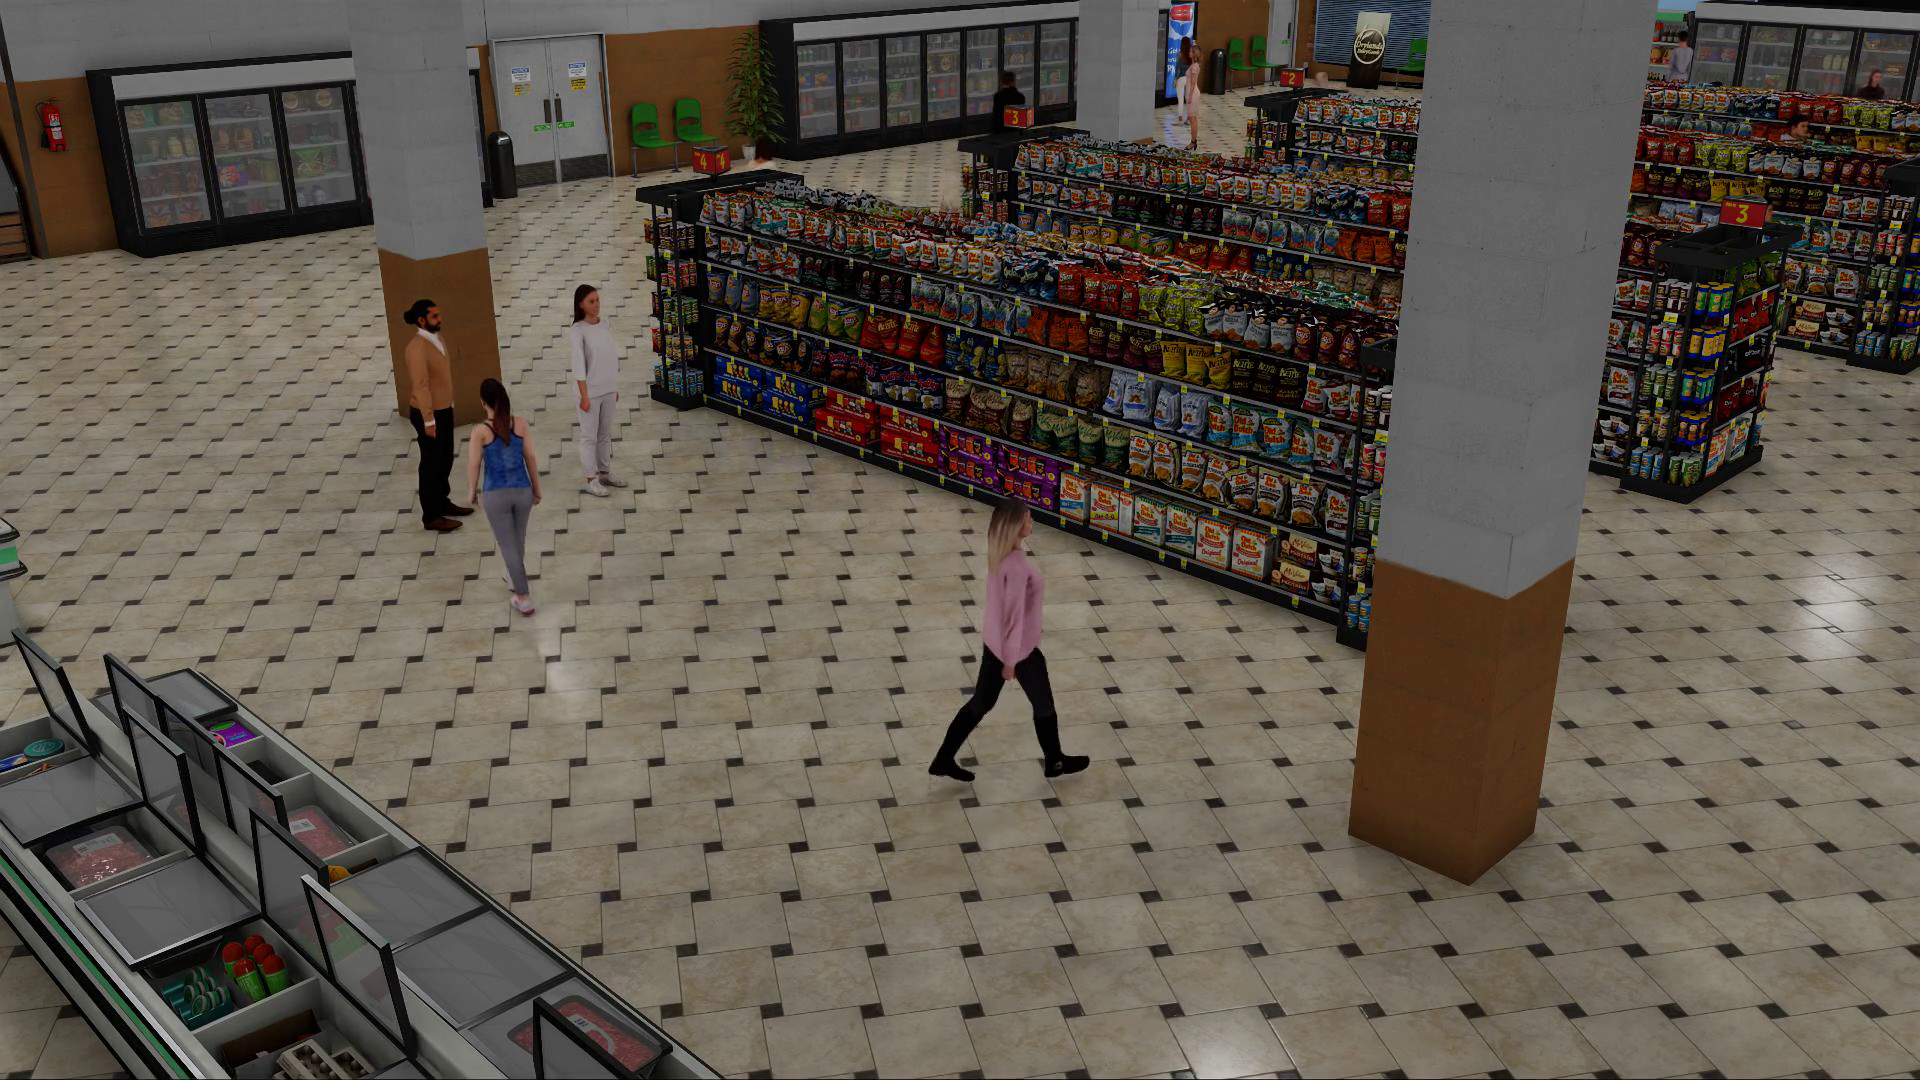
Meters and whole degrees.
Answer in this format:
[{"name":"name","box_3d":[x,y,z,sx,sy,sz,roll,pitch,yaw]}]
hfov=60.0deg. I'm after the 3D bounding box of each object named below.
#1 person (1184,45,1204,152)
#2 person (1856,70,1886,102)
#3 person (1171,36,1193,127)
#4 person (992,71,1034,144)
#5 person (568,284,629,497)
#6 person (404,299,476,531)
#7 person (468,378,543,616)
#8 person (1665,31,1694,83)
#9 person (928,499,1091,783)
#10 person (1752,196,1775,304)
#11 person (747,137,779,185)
[{"name":"person","box_3d":[4.188,-7.920,29.773,0.650,1.830,0.643,6,23,15]},{"name":"person","box_3d":[14.823,-6.861,27.359,1.118,1.666,1.116,2,22,5]},{"name":"person","box_3d":[4.416,-9.013,32.665,0.667,1.703,0.611,-12,25,-27]},{"name":"person","box_3d":[0.716,-6.078,25.146,1.160,1.864,0.907,14,26,30]},{"name":"person","box_3d":[-2.912,-1.204,13.249,0.647,1.689,0.666,10,24,24]},{"name":"person","box_3d":[-3.974,-0.956,12.547,0.783,1.752,0.730,1,22,2]},{"name":"person","box_3d":[-2.975,-0.264,11.045,0.666,1.587,0.900,-16,27,-34]},{"name":"person","box_3d":[13.866,-8.868,32.113,0.706,1.845,0.732,-3,22,-8]},{"name":"person","box_3d":[0.176,0.582,8.858,1.001,1.648,1.147,-7,23,-16]},{"name":"person","box_3d":[7.645,-2.461,16.244,0.681,1.789,0.706,11,24,25]},{"name":"person","box_3d":[-2.461,-4.086,20.447,0.746,1.670,0.822,8,23,19]}]
